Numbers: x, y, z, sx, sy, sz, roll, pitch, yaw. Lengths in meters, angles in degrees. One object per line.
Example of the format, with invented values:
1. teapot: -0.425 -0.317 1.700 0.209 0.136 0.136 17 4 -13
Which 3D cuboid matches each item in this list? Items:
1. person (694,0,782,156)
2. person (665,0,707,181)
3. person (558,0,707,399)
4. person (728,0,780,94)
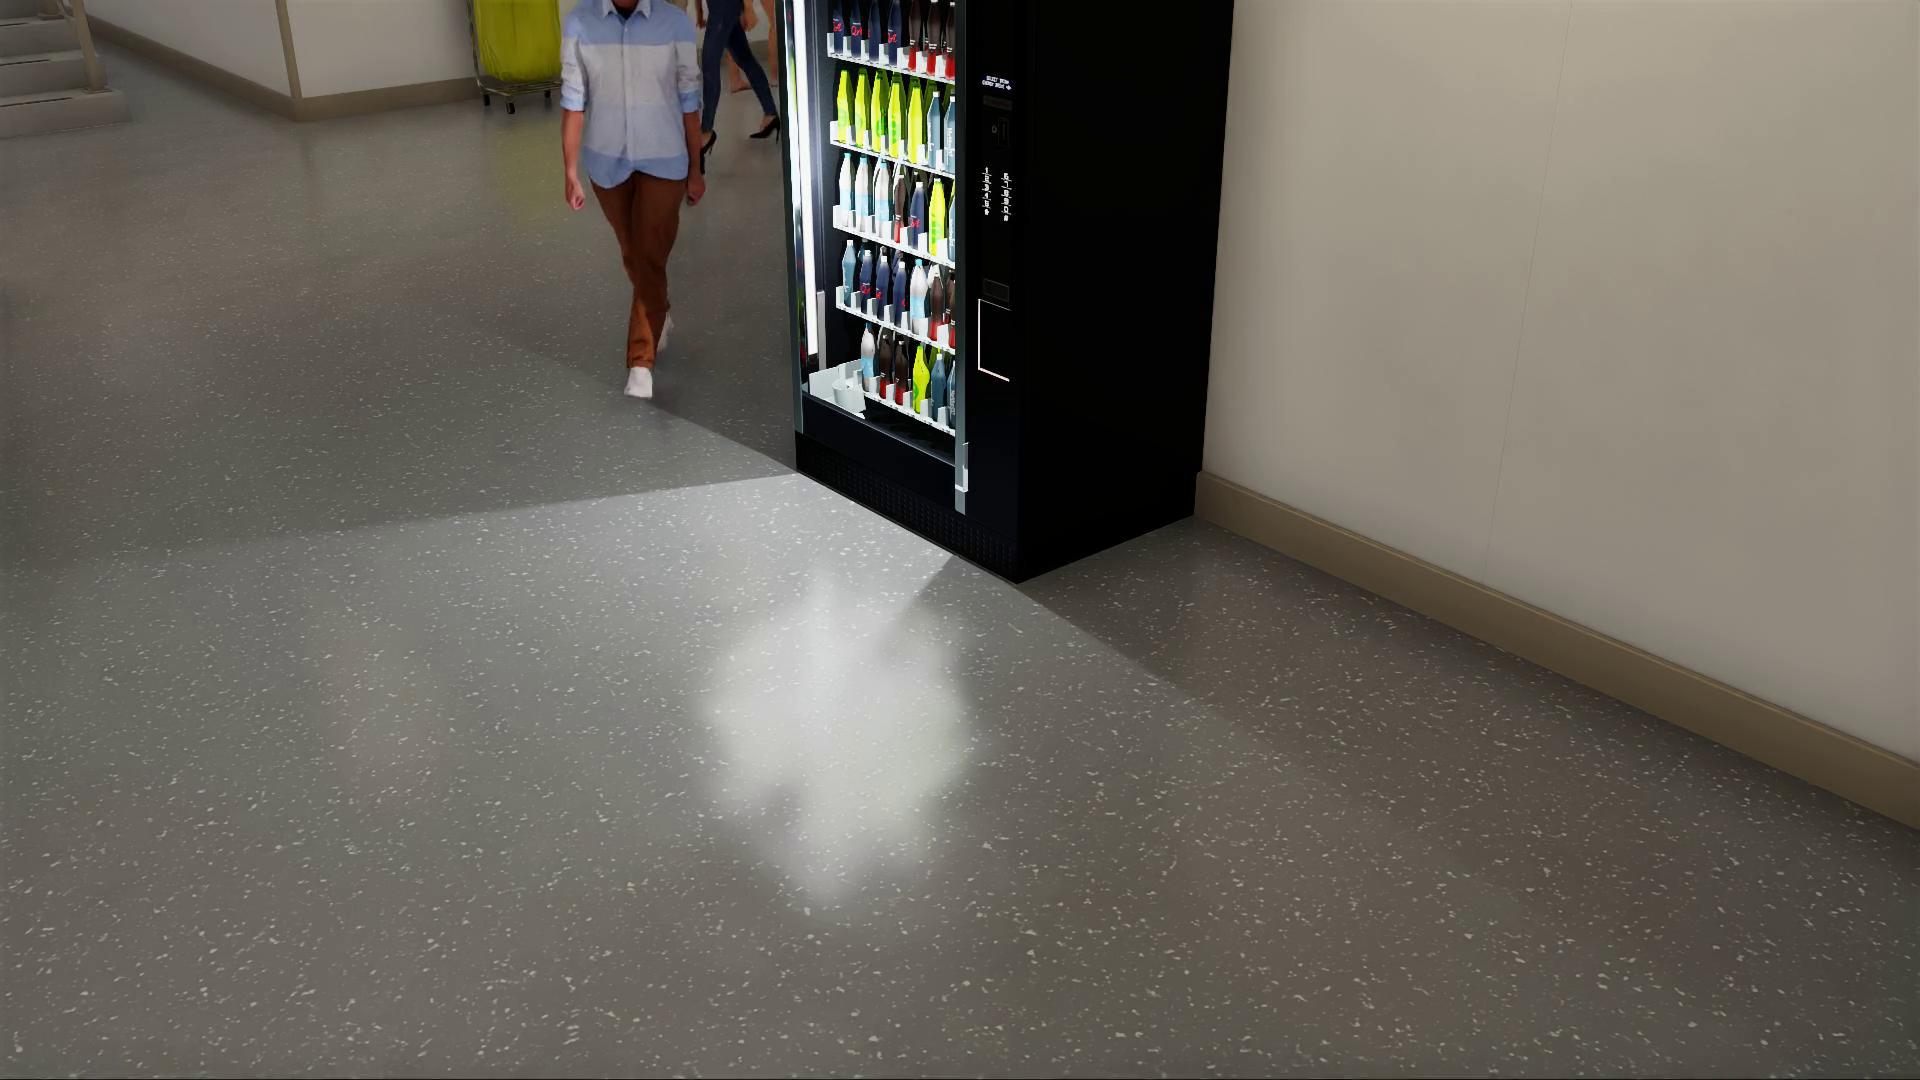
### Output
1. person: -1.412 -3.294 10.386 0.714 1.743 0.913 -17 30 -31
2. person: -1.637 -2.868 9.840 0.886 1.449 0.796 7 27 14
3. person: -1.279 -1.501 6.639 1.201 1.767 1.288 1 26 3
4. person: -1.623 -4.136 12.170 0.719 1.708 0.739 -17 30 -31
